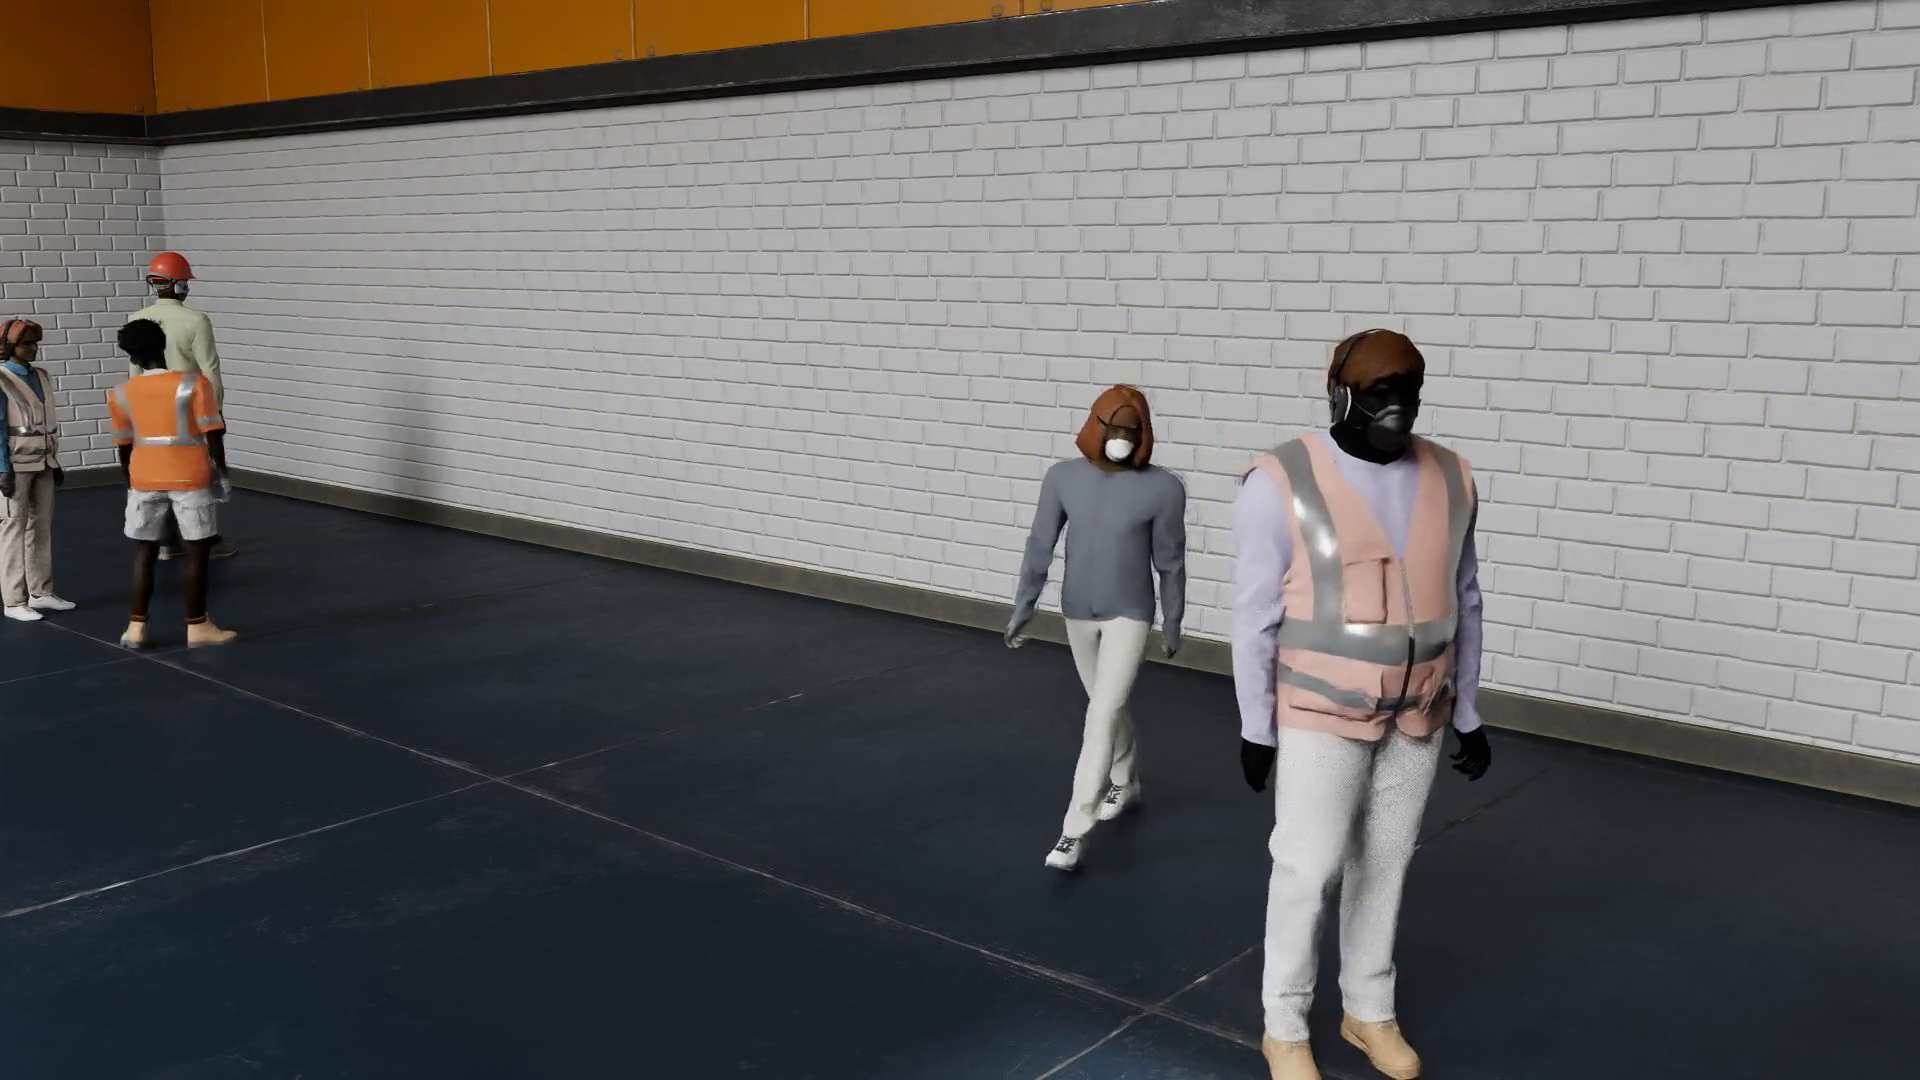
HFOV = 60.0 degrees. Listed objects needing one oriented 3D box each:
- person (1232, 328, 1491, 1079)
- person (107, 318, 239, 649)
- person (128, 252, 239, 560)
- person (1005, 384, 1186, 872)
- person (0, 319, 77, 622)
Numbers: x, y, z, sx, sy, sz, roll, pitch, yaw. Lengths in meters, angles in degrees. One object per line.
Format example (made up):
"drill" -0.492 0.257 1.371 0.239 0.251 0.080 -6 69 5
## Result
"person" 0.966 0.415 4.007 0.633 1.844 0.429 -3 10 -17
"person" -3.996 -0.267 8.362 0.616 1.675 0.356 0 10 3
"person" -5.048 -0.854 10.775 0.612 1.995 0.376 2 10 9
"person" 0.484 0.264 5.581 0.518 1.578 0.902 6 12 30
"person" -5.111 -0.385 9.113 0.312 1.639 0.520 1 10 5
